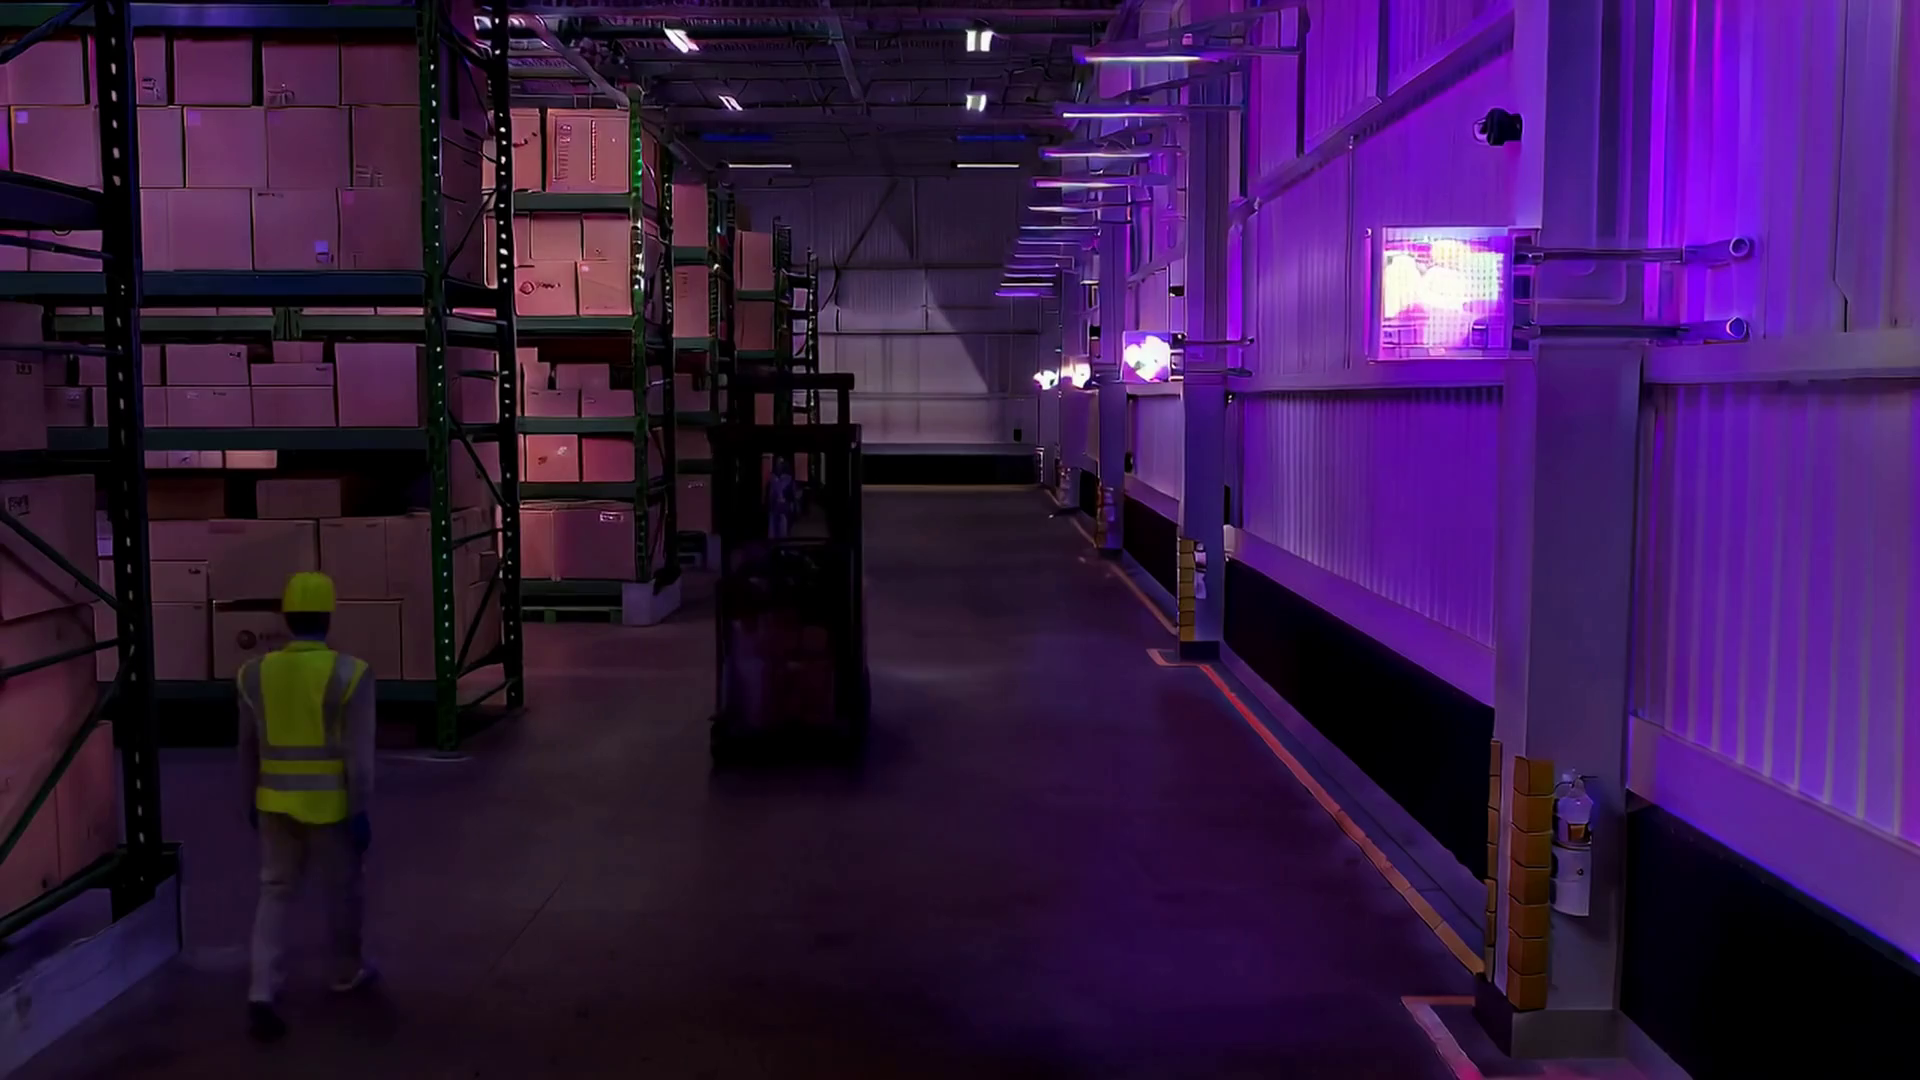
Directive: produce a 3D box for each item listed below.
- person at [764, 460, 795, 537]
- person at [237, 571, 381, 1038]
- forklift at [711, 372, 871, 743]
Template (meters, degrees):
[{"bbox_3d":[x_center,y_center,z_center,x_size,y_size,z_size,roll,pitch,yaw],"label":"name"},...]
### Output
[{"bbox_3d":[-2.866,-0.455,26.361,0.514,1.639,0.310,1,5,11],"label":"person"},{"bbox_3d":[-2.762,1.083,6.999,0.624,1.899,1.004,0,5,1],"label":"person"},{"bbox_3d":[-1.299,0.062,13.188,1.129,2.768,1.873,0,5,0],"label":"forklift"}]
